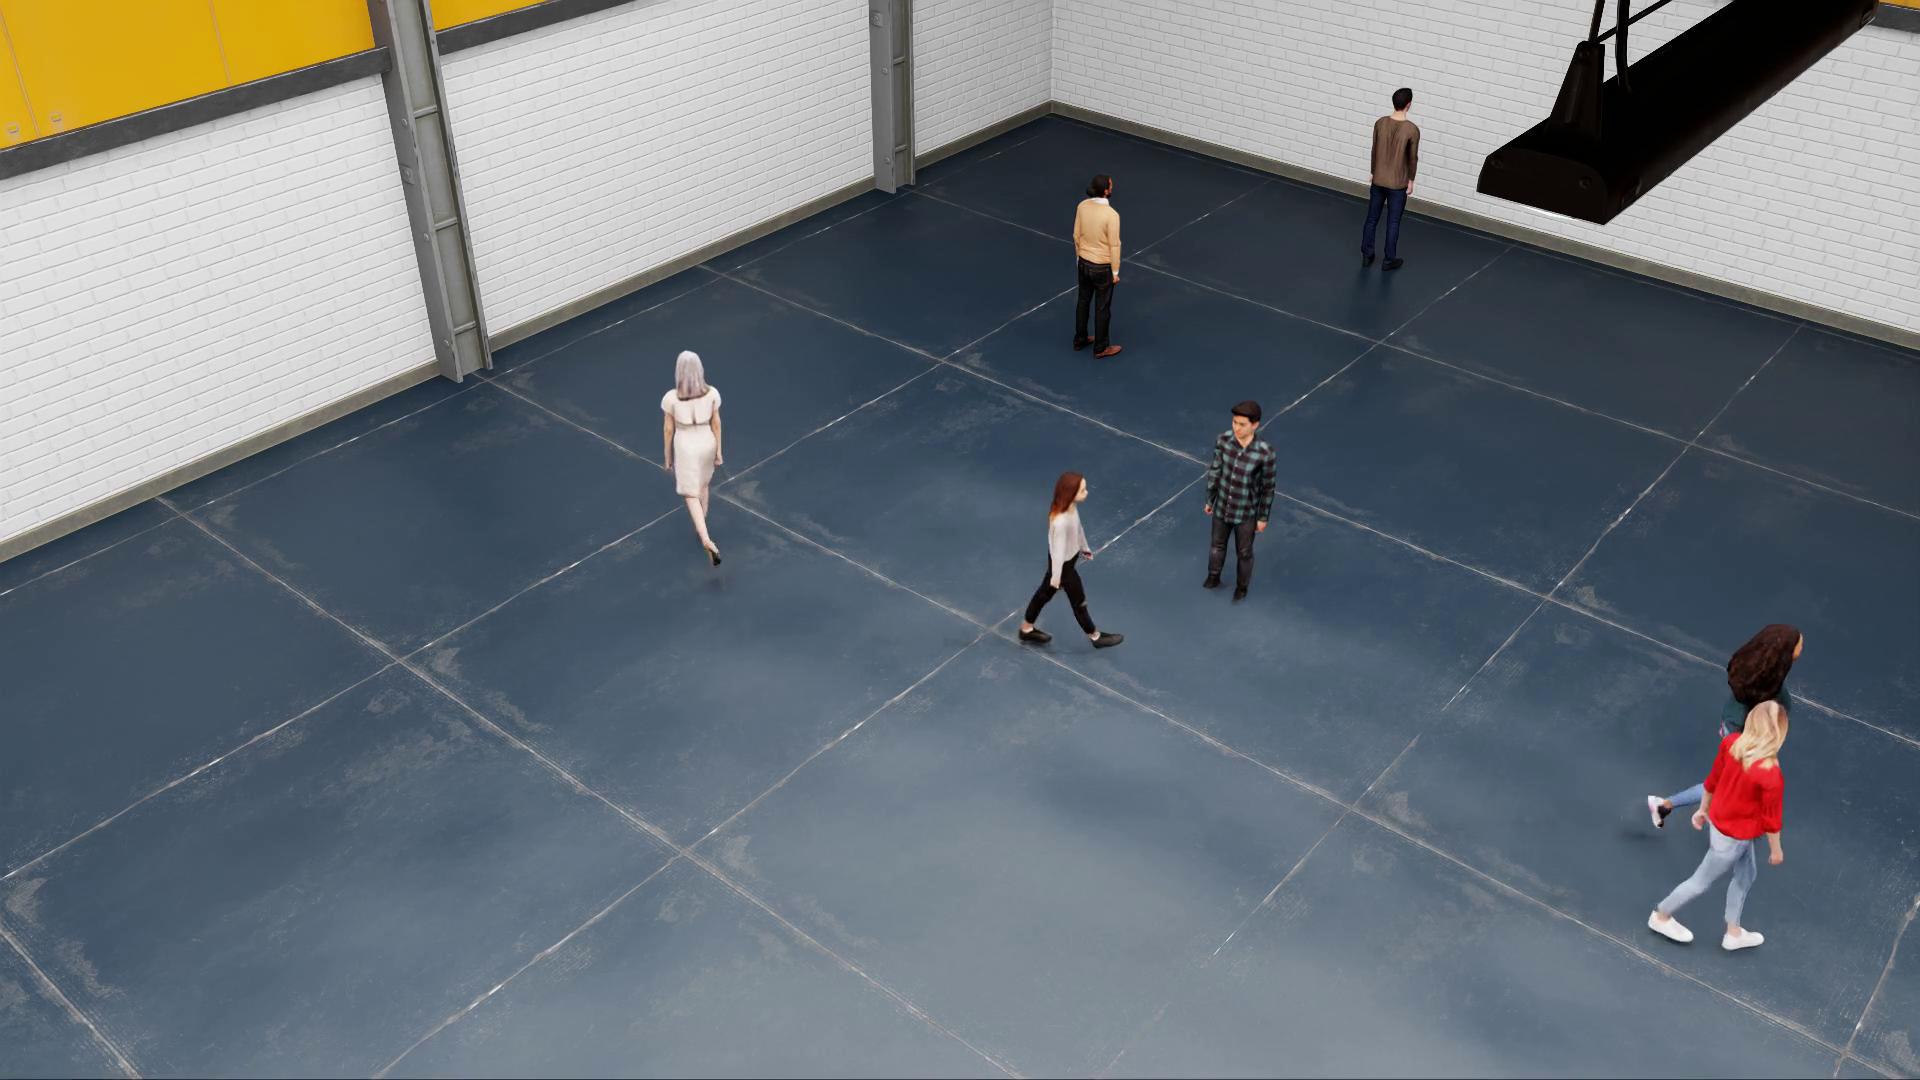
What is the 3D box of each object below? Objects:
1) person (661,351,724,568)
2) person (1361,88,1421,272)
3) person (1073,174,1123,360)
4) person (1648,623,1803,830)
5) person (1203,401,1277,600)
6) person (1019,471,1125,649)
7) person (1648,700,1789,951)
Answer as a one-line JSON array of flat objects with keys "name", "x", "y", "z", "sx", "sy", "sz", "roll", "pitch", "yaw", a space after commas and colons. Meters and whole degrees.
[{"name": "person", "x": -1.961, "y": -0.572, "z": 12.469, "sx": 1.090, "sy": 1.713, "sz": 1.015, "roll": -11, "pitch": 35, "yaw": -16}, {"name": "person", "x": 4.397, "y": -3.690, "z": 17.003, "sx": 0.652, "sy": 1.887, "sz": 0.553, "roll": 23, "pitch": 40, "yaw": 30}, {"name": "person", "x": 1.265, "y": -2.547, "z": 15.404, "sx": 0.673, "sy": 1.753, "sz": 0.582, "roll": 29, "pitch": 43, "yaw": 36}, {"name": "person", "x": 4.610, "y": 1.176, "z": 9.945, "sx": 0.984, "sy": 1.596, "sz": 1.017, "roll": 3, "pitch": 34, "yaw": 5}, {"name": "person", "x": 2.019, "y": -0.272, "z": 12.140, "sx": 0.693, "sy": 1.714, "sz": 0.534, "roll": 22, "pitch": 39, "yaw": 29}, {"name": "person", "x": 0.646, "y": 0.159, "z": 11.613, "sx": 0.956, "sy": 1.442, "sz": 0.994, "roll": 4, "pitch": 34, "yaw": 6}, {"name": "person", "x": 4.197, "y": 1.611, "z": 9.226, "sx": 0.936, "sy": 1.667, "sz": 0.914, "roll": 4, "pitch": 34, "yaw": 6}]
